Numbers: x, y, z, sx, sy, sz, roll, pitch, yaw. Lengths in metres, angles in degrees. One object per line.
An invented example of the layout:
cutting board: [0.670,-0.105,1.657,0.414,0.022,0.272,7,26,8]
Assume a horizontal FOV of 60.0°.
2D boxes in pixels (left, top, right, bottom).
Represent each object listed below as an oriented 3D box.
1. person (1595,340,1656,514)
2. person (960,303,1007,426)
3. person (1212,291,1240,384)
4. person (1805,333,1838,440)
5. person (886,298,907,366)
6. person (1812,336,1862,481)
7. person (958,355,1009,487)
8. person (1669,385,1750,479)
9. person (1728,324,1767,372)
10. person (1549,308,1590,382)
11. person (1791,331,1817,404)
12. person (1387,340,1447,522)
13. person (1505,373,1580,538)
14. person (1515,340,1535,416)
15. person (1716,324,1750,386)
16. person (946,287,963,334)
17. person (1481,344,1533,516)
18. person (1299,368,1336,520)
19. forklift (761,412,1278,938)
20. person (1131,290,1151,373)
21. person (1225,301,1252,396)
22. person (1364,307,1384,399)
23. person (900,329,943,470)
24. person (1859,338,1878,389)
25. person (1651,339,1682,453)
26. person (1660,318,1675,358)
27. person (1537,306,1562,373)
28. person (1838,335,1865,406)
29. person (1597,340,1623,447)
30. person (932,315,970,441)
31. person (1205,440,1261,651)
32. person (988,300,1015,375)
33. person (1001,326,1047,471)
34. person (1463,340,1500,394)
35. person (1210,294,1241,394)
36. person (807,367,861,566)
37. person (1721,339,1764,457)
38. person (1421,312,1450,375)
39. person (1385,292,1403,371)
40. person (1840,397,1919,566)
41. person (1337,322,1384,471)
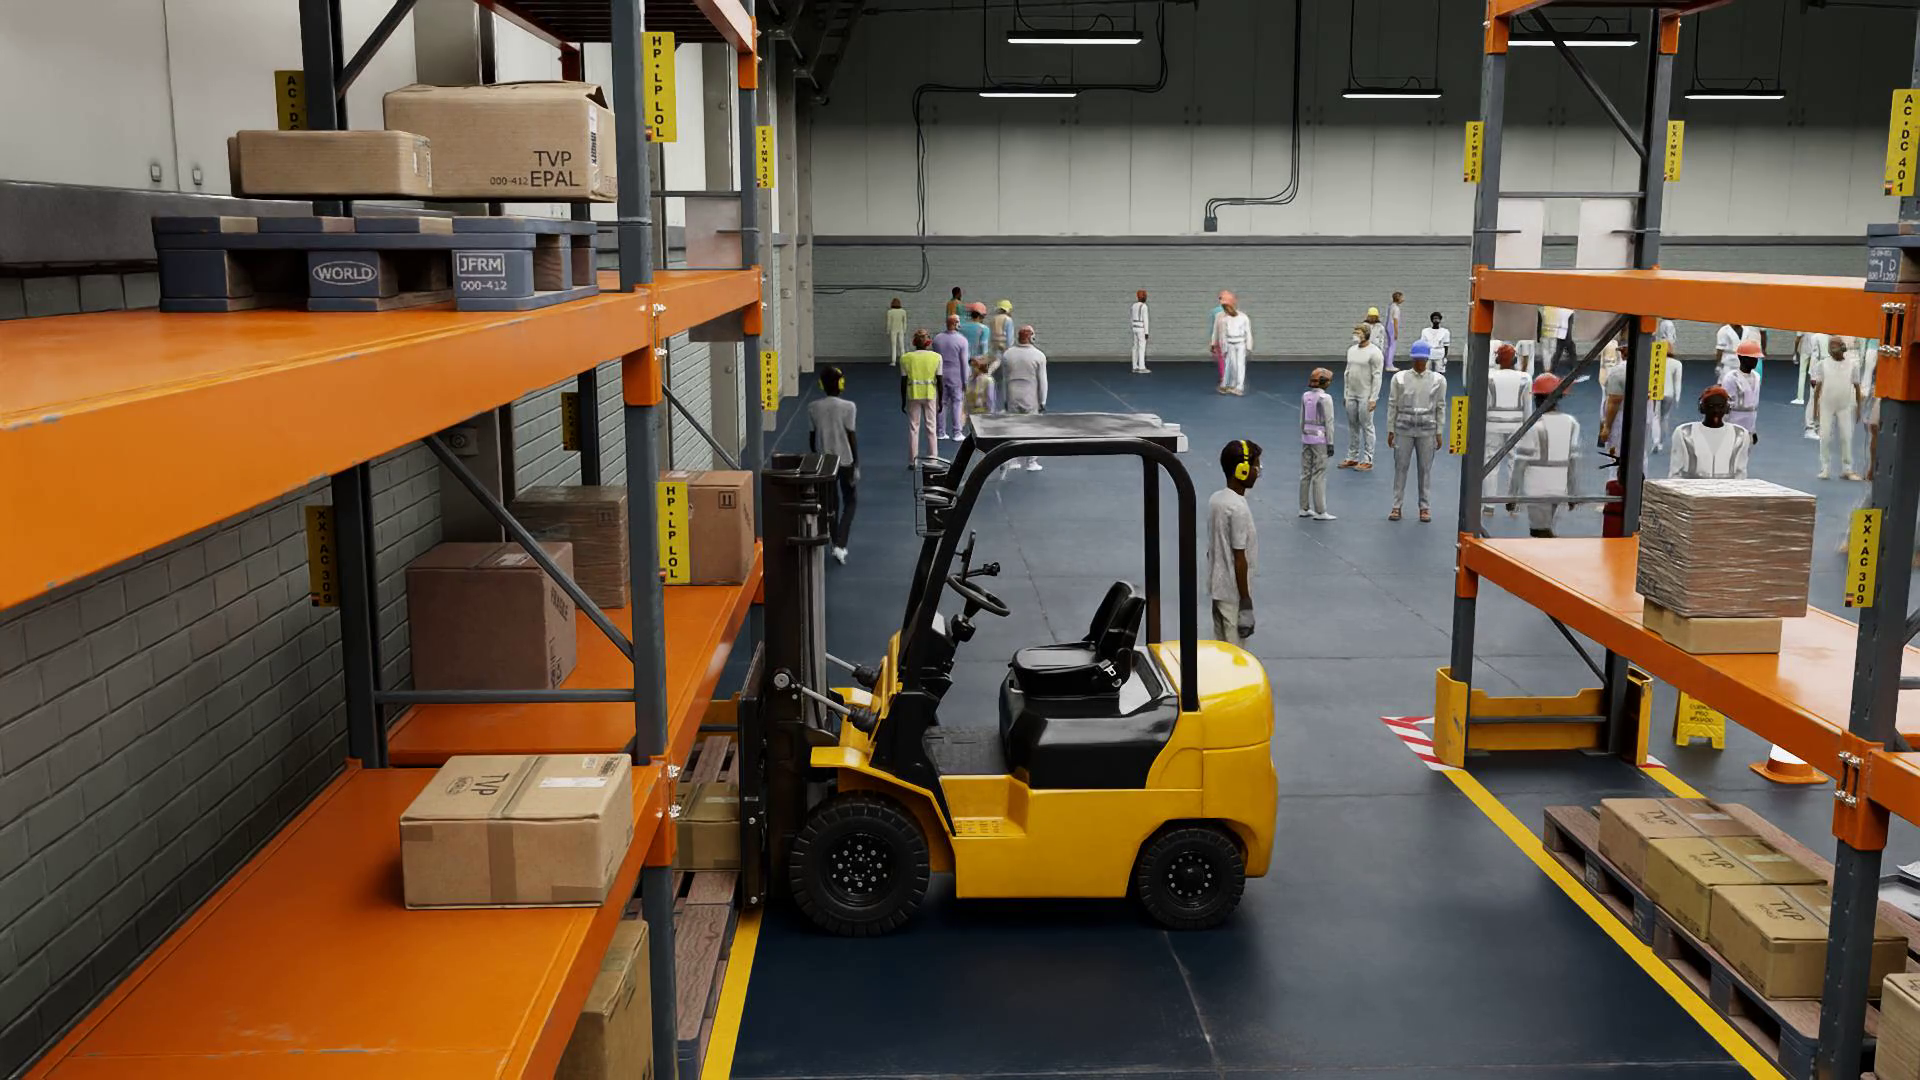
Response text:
person: [7.283,-1.290,18.246,0.675,2.000,0.536,-4,11,-23]
person: [0.330,-2.869,27.162,0.609,1.990,1.019,8,13,38]
person: [5.645,-4.274,35.109,0.629,1.949,0.930,4,11,19]
person: [13.125,-2.493,25.289,0.587,1.920,0.390,-5,12,-28]
person: [-1.532,-5.015,40.129,0.498,1.634,0.280,-4,11,-19]
person: [11.028,-1.643,20.863,0.634,1.819,0.357,5,11,24]
person: [0.286,-1.458,20.357,0.636,1.620,0.521,-9,13,-40]
person: [5.829,-0.267,12.993,0.574,1.881,0.357,2,10,11]
person: [15.153,-3.768,32.051,0.690,2.000,0.829,10,14,43]
person: [12.917,-4.258,35.239,0.967,1.869,0.614,-2,10,-13]
person: [15.656,-3.427,30.694,0.529,1.856,0.369,1,10,5]
person: [4.883,-1.169,17.828,0.605,1.950,0.381,3,11,14]
person: [4.792,-0.445,13.928,0.570,1.896,0.930,-5,11,-25]
person: [8.734,-2.551,25.821,0.328,1.842,0.514,4,11,20]
person: [12.807,-2.918,27.569,0.628,1.956,0.389,-3,11,-15]
person: [-0.114,-5.023,39.382,0.391,1.920,0.587,-7,12,-33]
person: [5.929,-1.193,18.138,0.572,1.886,0.353,2,10,9]
person: [3.852,-1.034,17.942,0.310,1.640,0.514,-5,11,-25]
forklift: [0.291,0.548,7.580,2.313,2.155,1.214,0,10,-2]
person: [4.136,-4.765,38.044,0.352,1.883,0.580,-5,11,-27]
person: [5.375,-3.739,32.466,0.656,1.838,0.696,9,14,42]
person: [7.808,-3.542,31.618,0.486,1.746,0.290,0,10,1]
person: [-0.501,-1.825,21.766,0.567,1.846,0.389,-1,10,-3]
person: [18.435,-3.963,33.764,0.629,1.820,0.540,-2,10,-12]
person: [9.997,-2.051,23.682,0.499,1.602,0.767,2,10,14]
person: [13.927,-3.743,32.741,0.294,1.744,0.487,1,10,4]
person: [13.371,-4.622,37.513,0.640,1.790,0.933,6,12,29]
person: [16.262,-3.270,30.398,0.308,1.639,0.510,-7,13,-36]
person: [9.509,-2.301,24.205,0.393,1.927,0.550,5,11,24]
person: [-0.112,-2.433,25.021,0.644,1.900,0.399,6,12,32]
person: [1.585,0.350,9.605,0.329,1.866,0.514,-2,10,-11]
person: [0.843,-4.011,34.067,0.755,1.808,0.600,-7,13,-35]
person: [0.855,-1.848,21.773,0.636,1.900,0.399,5,11,25]
person: [7.746,-2.363,24.710,0.610,1.864,0.769,-1,10,-8]
person: [5.199,-3.850,32.745,0.644,1.945,0.972,9,13,40]
person: [-1.153,-0.681,15.478,0.585,1.848,0.742,3,11,17]
person: [8.526,-1.218,18.133,0.551,1.935,0.375,-6,12,-30]
person: [8.769,-3.369,30.780,0.535,1.700,0.318,5,11,26]
person: [10.041,-4.816,38.479,0.352,1.839,0.501,0,10,0]
person: [8.771,-0.798,15.506,1.012,2.000,0.696,10,14,44]
person: [5.247,-1.871,21.770,0.372,1.940,0.629,-6,12,-29]
